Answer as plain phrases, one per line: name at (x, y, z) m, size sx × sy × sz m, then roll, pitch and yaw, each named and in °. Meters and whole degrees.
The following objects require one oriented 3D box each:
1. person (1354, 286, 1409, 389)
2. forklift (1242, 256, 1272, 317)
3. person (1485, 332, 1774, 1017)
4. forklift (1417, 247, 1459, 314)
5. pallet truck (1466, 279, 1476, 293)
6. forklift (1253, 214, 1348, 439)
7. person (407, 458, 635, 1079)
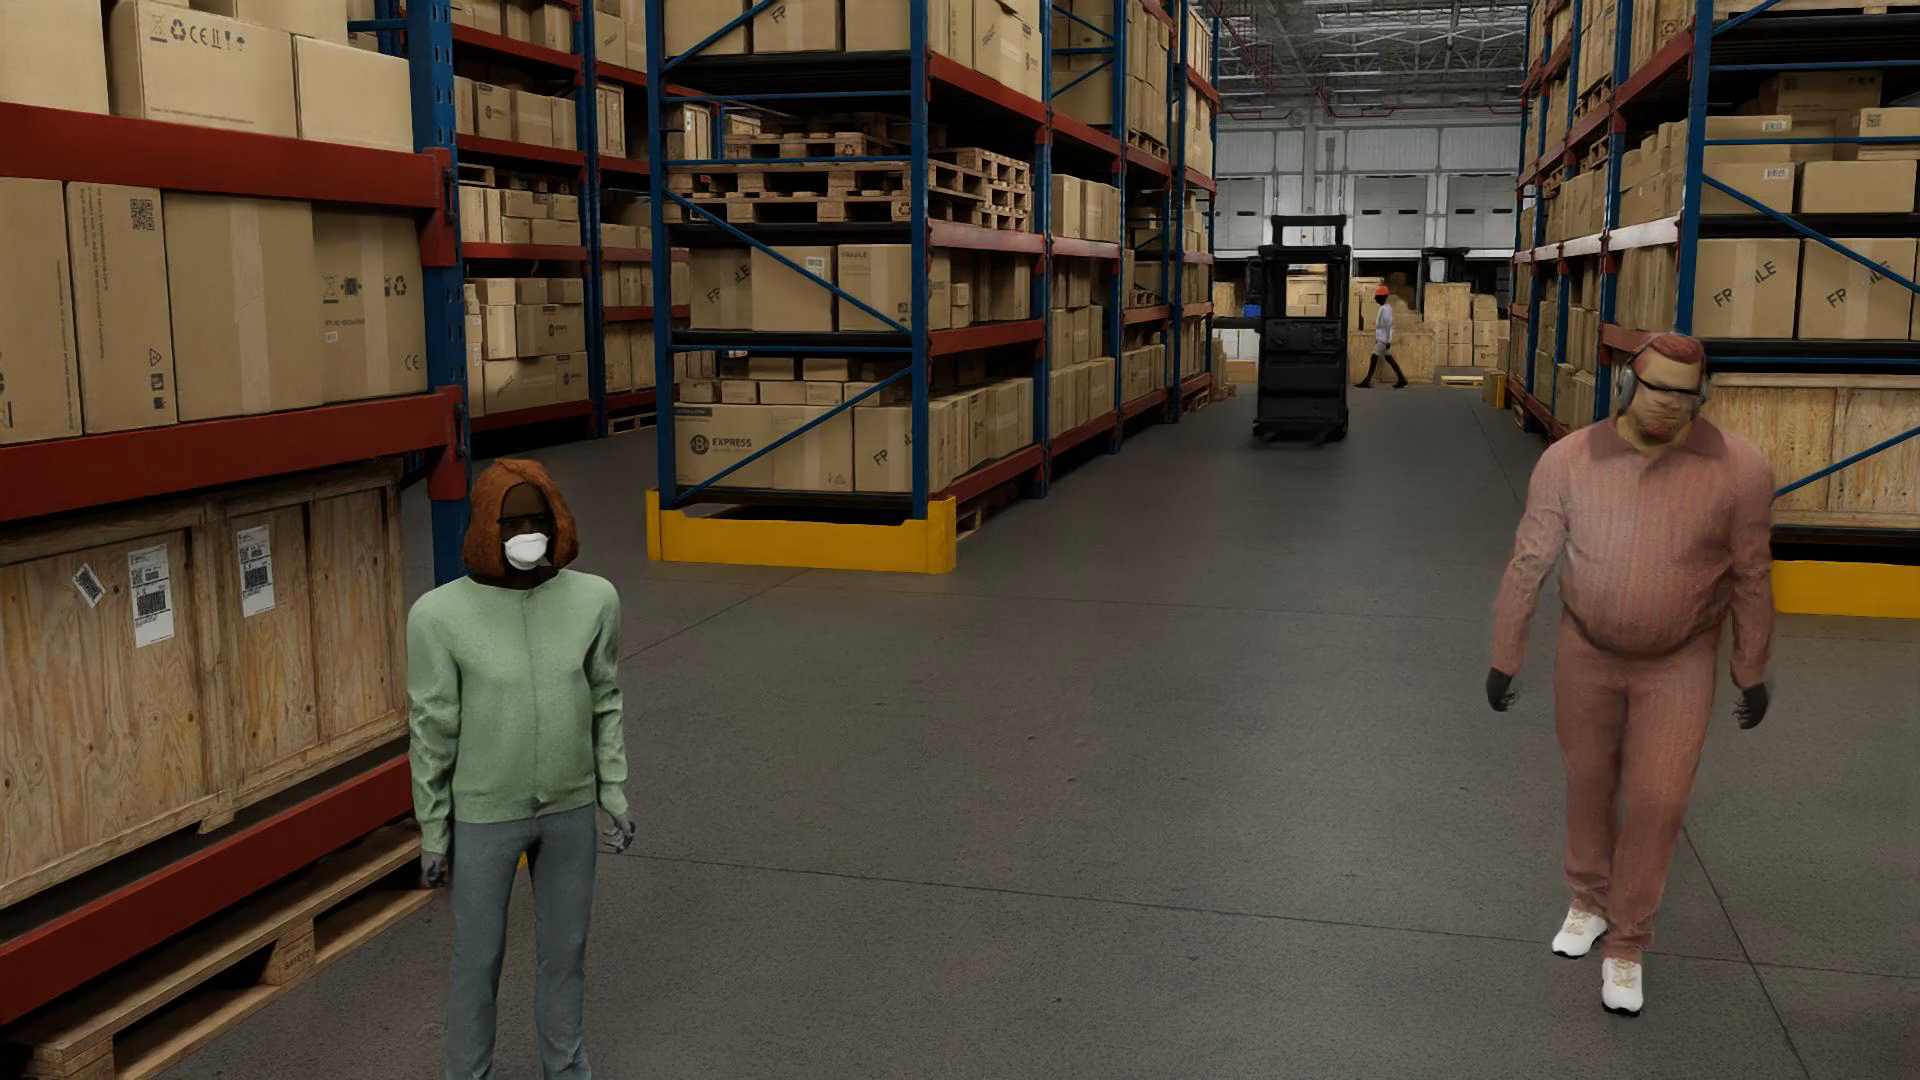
person at (7.794, -3.707, 30.470) m, size 0.978 × 1.895 × 0.561 m, roll 2°, pitch 9°, yaw 12°
forklift at (10.671, -8.733, 59.252) m, size 1.129 × 2.768 × 1.873 m, roll 2°, pitch 9°, yaw 15°
person at (1.866, 0.360, 4.675) m, size 0.715 × 1.863 × 0.826 m, roll 5°, pitch 10°, yaw 29°
forklift at (12.611, -6.302, 43.810) m, size 1.129 × 2.768 × 1.873 m, roll 1°, pitch 9°, yaw 5°
pallet truck at (18.896, -8.459, 60.307) m, size 1.885 × 1.965 × 0.823 m, roll 5°, pitch 10°, yaw 31°
forklift at (4.442, -2.771, 21.379) m, size 1.129 × 2.768 × 1.873 m, roll 2°, pitch 9°, yaw 15°
person at (-0.978, 0.624, 3.754) m, size 0.504 × 1.632 × 0.269 m, roll -7°, pitch 11°, yaw -36°
